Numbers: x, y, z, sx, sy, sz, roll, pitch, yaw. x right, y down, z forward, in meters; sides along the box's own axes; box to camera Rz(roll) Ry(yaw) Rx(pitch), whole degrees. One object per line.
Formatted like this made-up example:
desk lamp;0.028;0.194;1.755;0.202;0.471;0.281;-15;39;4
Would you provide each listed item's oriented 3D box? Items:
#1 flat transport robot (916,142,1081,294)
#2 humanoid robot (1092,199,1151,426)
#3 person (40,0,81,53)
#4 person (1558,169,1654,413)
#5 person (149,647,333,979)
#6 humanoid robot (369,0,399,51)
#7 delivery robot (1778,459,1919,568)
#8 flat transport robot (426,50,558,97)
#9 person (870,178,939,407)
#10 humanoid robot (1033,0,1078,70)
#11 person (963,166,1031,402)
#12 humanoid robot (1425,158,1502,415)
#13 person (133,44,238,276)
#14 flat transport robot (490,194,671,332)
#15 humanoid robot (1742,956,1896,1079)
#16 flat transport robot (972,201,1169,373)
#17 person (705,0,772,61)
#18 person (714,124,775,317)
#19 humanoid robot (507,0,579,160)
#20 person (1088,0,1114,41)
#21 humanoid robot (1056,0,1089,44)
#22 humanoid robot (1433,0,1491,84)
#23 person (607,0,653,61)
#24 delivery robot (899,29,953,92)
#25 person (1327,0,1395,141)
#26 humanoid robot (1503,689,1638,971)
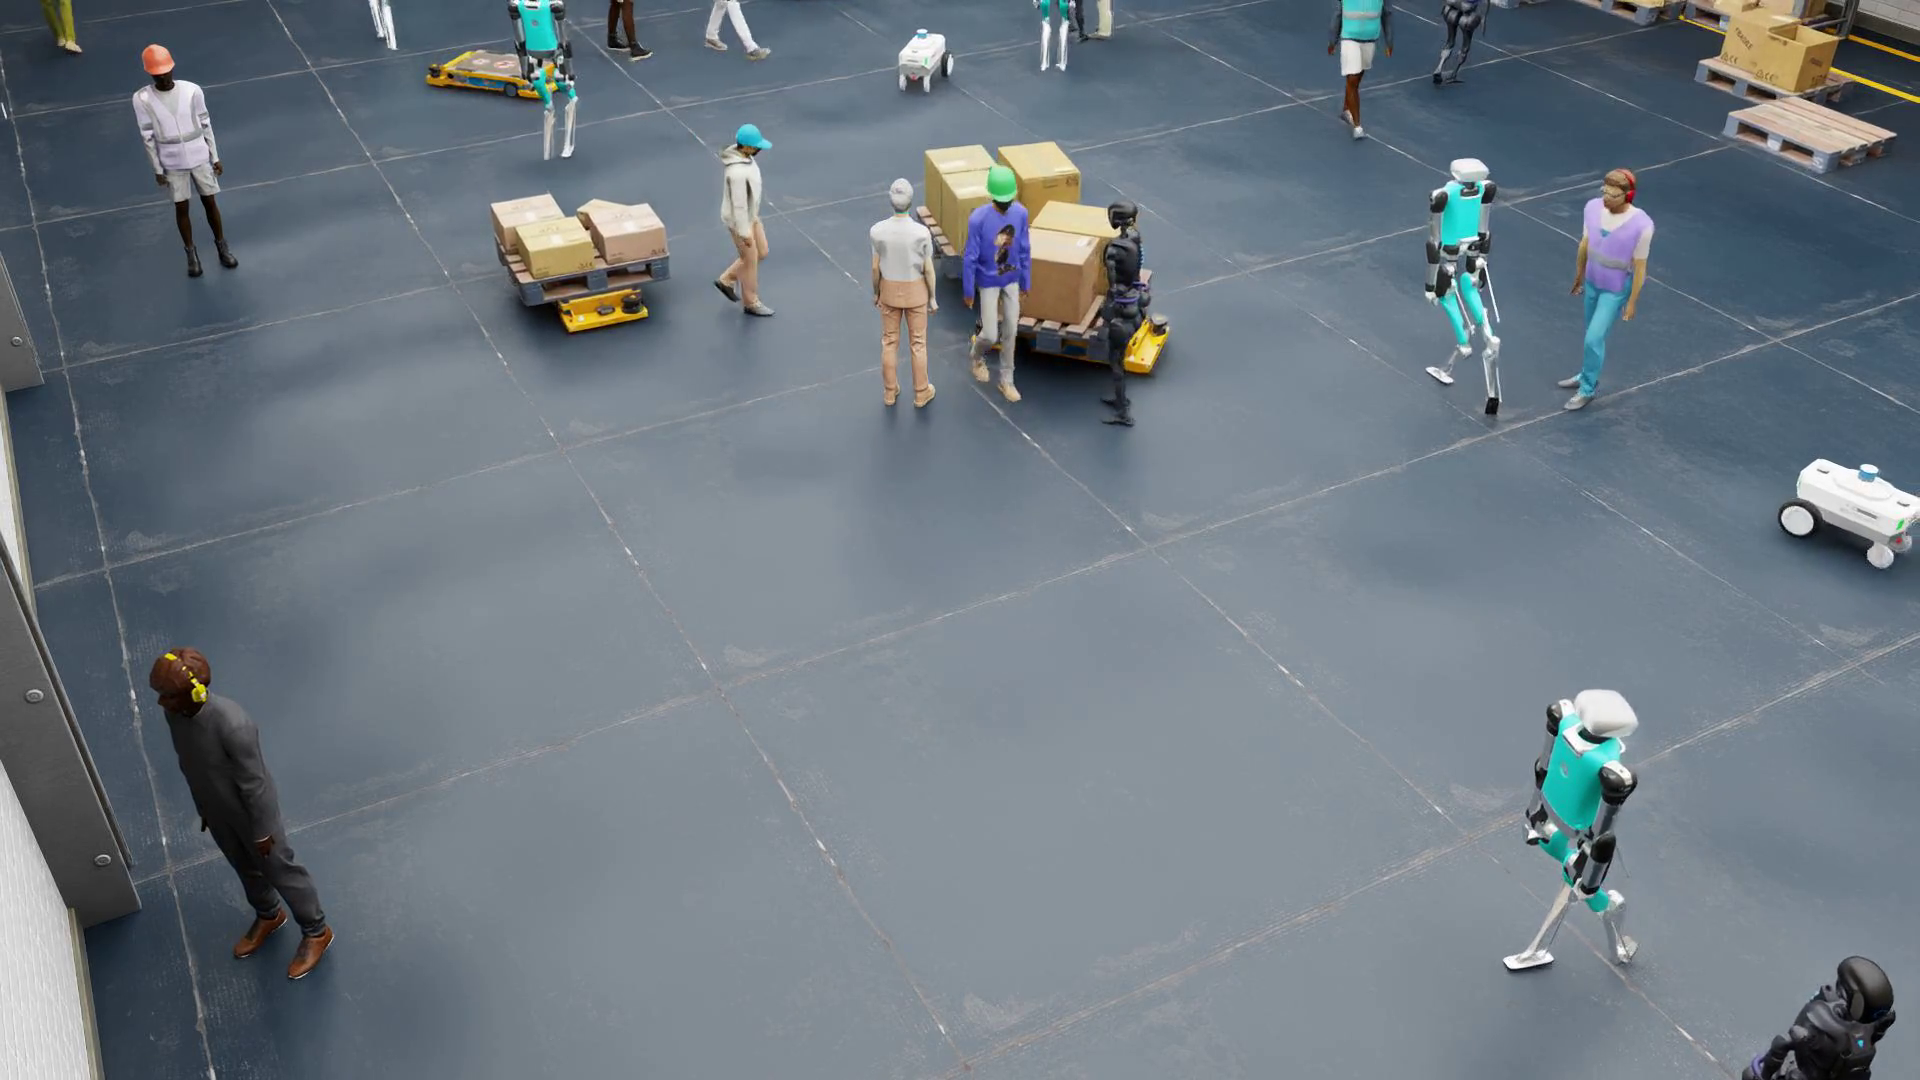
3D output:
flat transport robot;0.341;-2.388;14.125;0.659;0.231;1.431;-9;36;-13
humanoid robot;1.151;-1.607;11.785;0.405;1.646;0.613;17;38;22
person;-10.144;-6.322;18.398;0.537;1.819;0.715;-7;36;-10
person;4.601;-1.799;11.945;0.587;1.814;0.593;-16;38;-21
person;-3.289;1.229;7.577;0.485;1.867;0.349;15;38;20
humanoid robot;-6.517;-6.417;18.612;0.576;1.784;0.875;-13;37;-18
delivery robot;5.789;-0.221;10.780;0.499;0.593;0.789;-27;43;-33
flat transport robot;-4.944;-5.009;17.868;1.431;0.231;0.659;11;36;15
person;-0.398;-1.766;11.947;0.487;1.749;0.316;6;36;9
humanoid robot;1.060;-5.914;17.883;0.546;1.776;0.784;7;36;9
person;0.268;-1.856;11.993;0.505;1.847;0.504;-13;37;-18
humanoid robot;3.739;-1.762;11.969;0.532;1.769;0.988;-14;37;-19
person;-6.398;-3.140;13.747;0.545;1.937;0.377;-20;40;-26
flat transport robot;-3.103;-2.149;13.784;0.659;0.231;1.431;-15;38;-20
humanoid robot;3.212;2.187;6.369;0.601;1.640;0.598;-11;36;-15
flat transport robot;0.870;-1.640;13.058;1.431;0.231;0.659;11;37;15
person;-2.516;-6.224;18.241;1.014;1.822;0.586;19;39;25
person;-1.681;-2.502;13.080;0.528;1.642;0.513;3;35;5
humanoid robot;-3.869;-4.477;15.848;0.535;1.830;0.685;3;35;5
person;1.590;-6.544;18.702;0.492;1.821;0.581;20;40;26
humanoid robot;1.276;-6.391;18.623;0.417;1.641;0.609;-17;39;-23
humanoid robot;5.275;-5.582;17.487;0.507;1.643;0.613;-21;40;-27
person;-3.785;-6.305;18.285;0.457;1.930;0.713;-15;38;-20
delivery robot;-0.404;-5.169;17.839;0.499;0.587;0.769;9;36;13
person;3.960;-4.870;16.271;0.621;1.865;0.981;-3;35;-5
humanoid robot;2.960;1.376;7.538;0.830;1.854;0.558;-9;36;-13
